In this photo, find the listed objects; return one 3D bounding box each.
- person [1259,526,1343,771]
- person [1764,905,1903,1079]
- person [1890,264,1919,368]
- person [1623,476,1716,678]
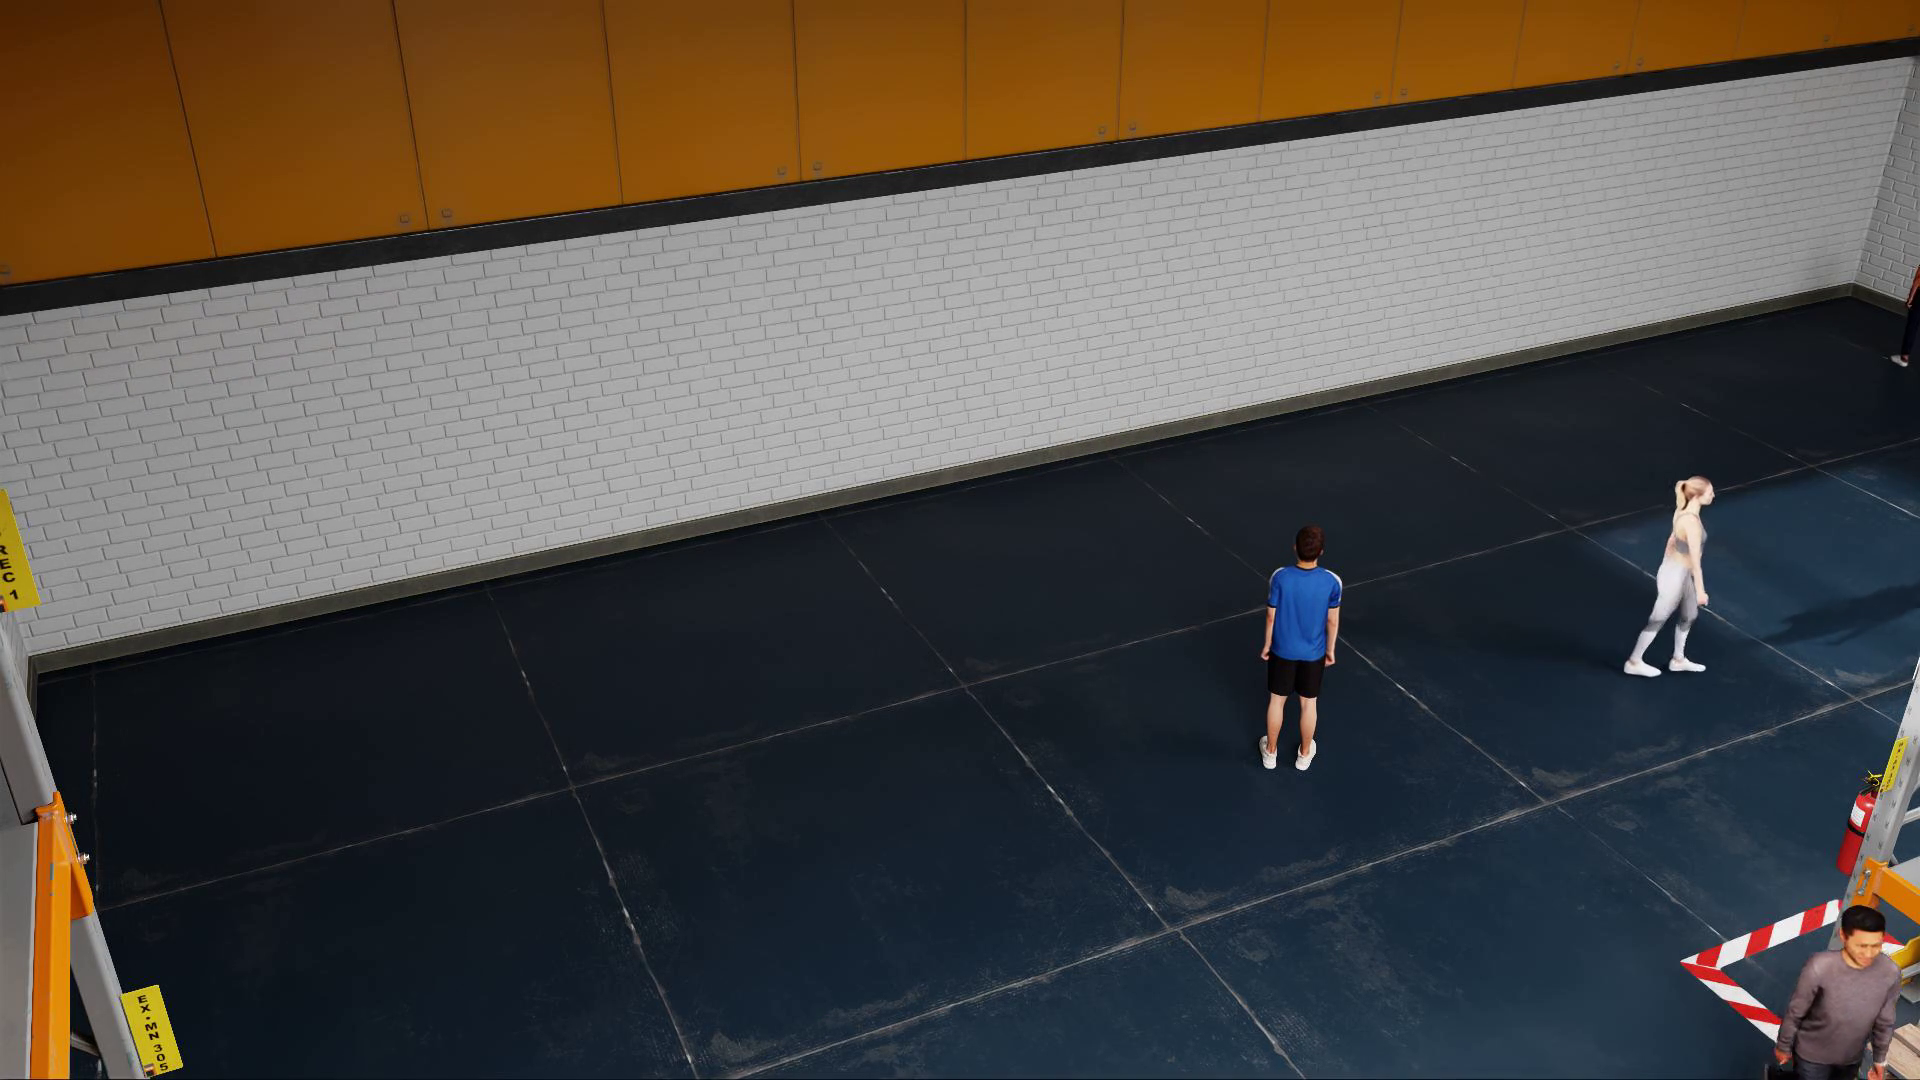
[{"bbox_3d":[2.311,0.733,11.380,0.750,1.866,0.760,3,29,6],"label":"person"},{"bbox_3d":[4.307,2.477,8.306,0.900,1.747,1.086,-3,29,-6],"label":"person"},{"bbox_3d":[10.380,-2.618,17.757,0.712,1.642,0.770,0,29,1],"label":"person"},{"bbox_3d":[5.231,0.299,12.367,0.909,1.682,0.866,8,30,15],"label":"person"}]
